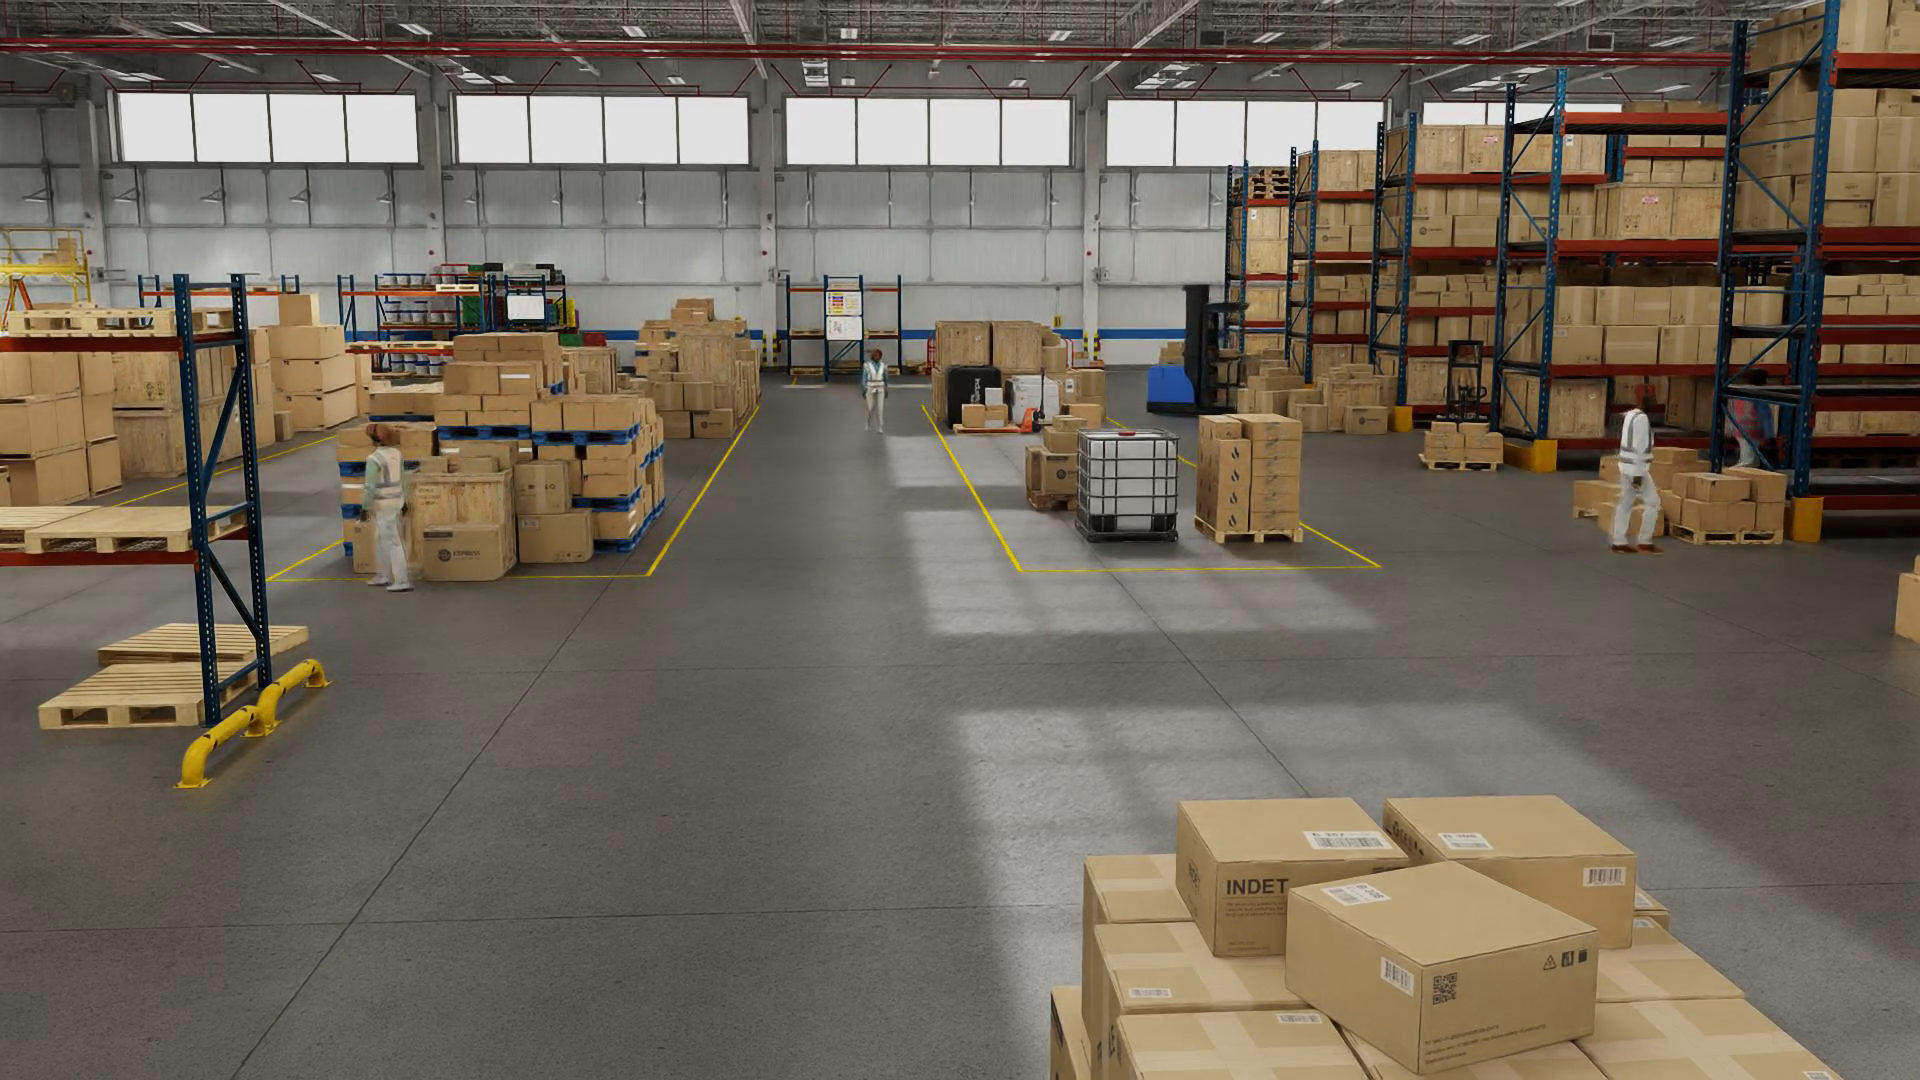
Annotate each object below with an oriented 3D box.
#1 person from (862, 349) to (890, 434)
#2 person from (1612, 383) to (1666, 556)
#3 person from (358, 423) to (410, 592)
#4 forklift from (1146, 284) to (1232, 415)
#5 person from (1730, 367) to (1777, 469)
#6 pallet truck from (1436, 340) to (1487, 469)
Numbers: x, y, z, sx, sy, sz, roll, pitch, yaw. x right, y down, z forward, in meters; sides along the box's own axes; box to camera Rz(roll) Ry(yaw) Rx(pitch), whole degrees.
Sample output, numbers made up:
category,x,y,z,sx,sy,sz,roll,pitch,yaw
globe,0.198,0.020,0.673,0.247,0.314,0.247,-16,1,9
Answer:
category,x,y,z,sx,sy,sz,roll,pitch,yaw
person,-1.605,-2.841,31.796,0.533,1.622,0.368,-3,9,-16
person,7.387,-0.747,17.891,0.678,1.862,0.616,1,9,8
person,-5.563,-0.309,15.887,0.672,1.613,0.530,2,9,12
forklift,5.047,-4.084,35.675,1.873,2.768,1.129,4,10,22
person,10.531,-1.365,21.949,0.747,1.817,0.649,0,9,-2
pallet truck,8.004,-2.170,26.422,0.823,1.965,1.885,2,9,14
